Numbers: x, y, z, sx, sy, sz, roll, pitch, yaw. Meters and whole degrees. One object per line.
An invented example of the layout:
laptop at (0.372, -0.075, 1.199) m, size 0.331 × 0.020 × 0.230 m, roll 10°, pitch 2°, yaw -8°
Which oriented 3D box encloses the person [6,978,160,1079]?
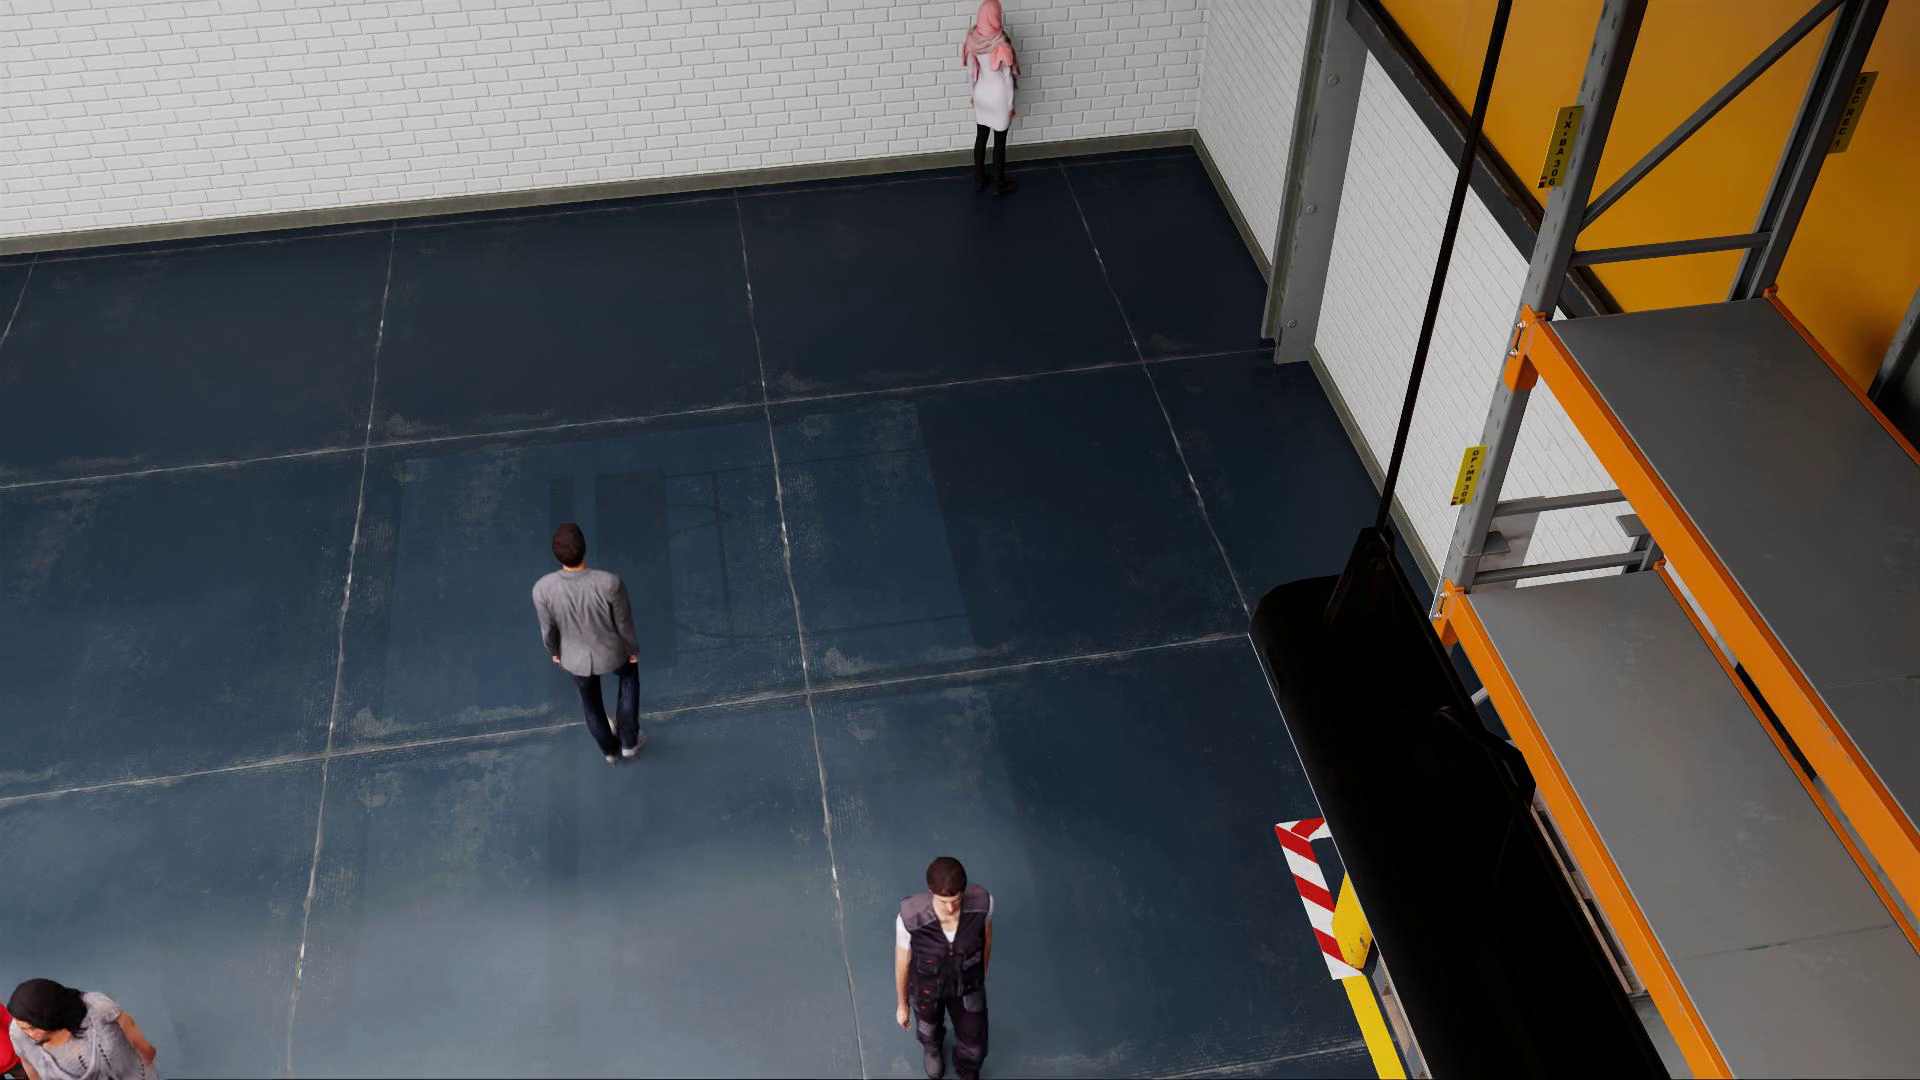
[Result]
person at (-4.144, 2.467, 8.006) m, size 0.677 × 1.573 × 0.875 m, roll -11°, pitch 45°, yaw -12°

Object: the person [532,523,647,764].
person at (-2.116, 0.696, 9.653) m, size 0.703 × 1.865 × 0.635 m, roll -4°, pitch 44°, yaw -5°

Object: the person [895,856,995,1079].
person at (-0.099, 2.078, 8.230) m, size 0.654 × 1.828 × 0.707 m, roll -6°, pitch 44°, yaw -6°

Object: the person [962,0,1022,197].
person at (0.276, -3.836, 14.456) m, size 0.735 × 1.803 × 0.798 m, roll 27°, pitch 50°, yaw 25°
